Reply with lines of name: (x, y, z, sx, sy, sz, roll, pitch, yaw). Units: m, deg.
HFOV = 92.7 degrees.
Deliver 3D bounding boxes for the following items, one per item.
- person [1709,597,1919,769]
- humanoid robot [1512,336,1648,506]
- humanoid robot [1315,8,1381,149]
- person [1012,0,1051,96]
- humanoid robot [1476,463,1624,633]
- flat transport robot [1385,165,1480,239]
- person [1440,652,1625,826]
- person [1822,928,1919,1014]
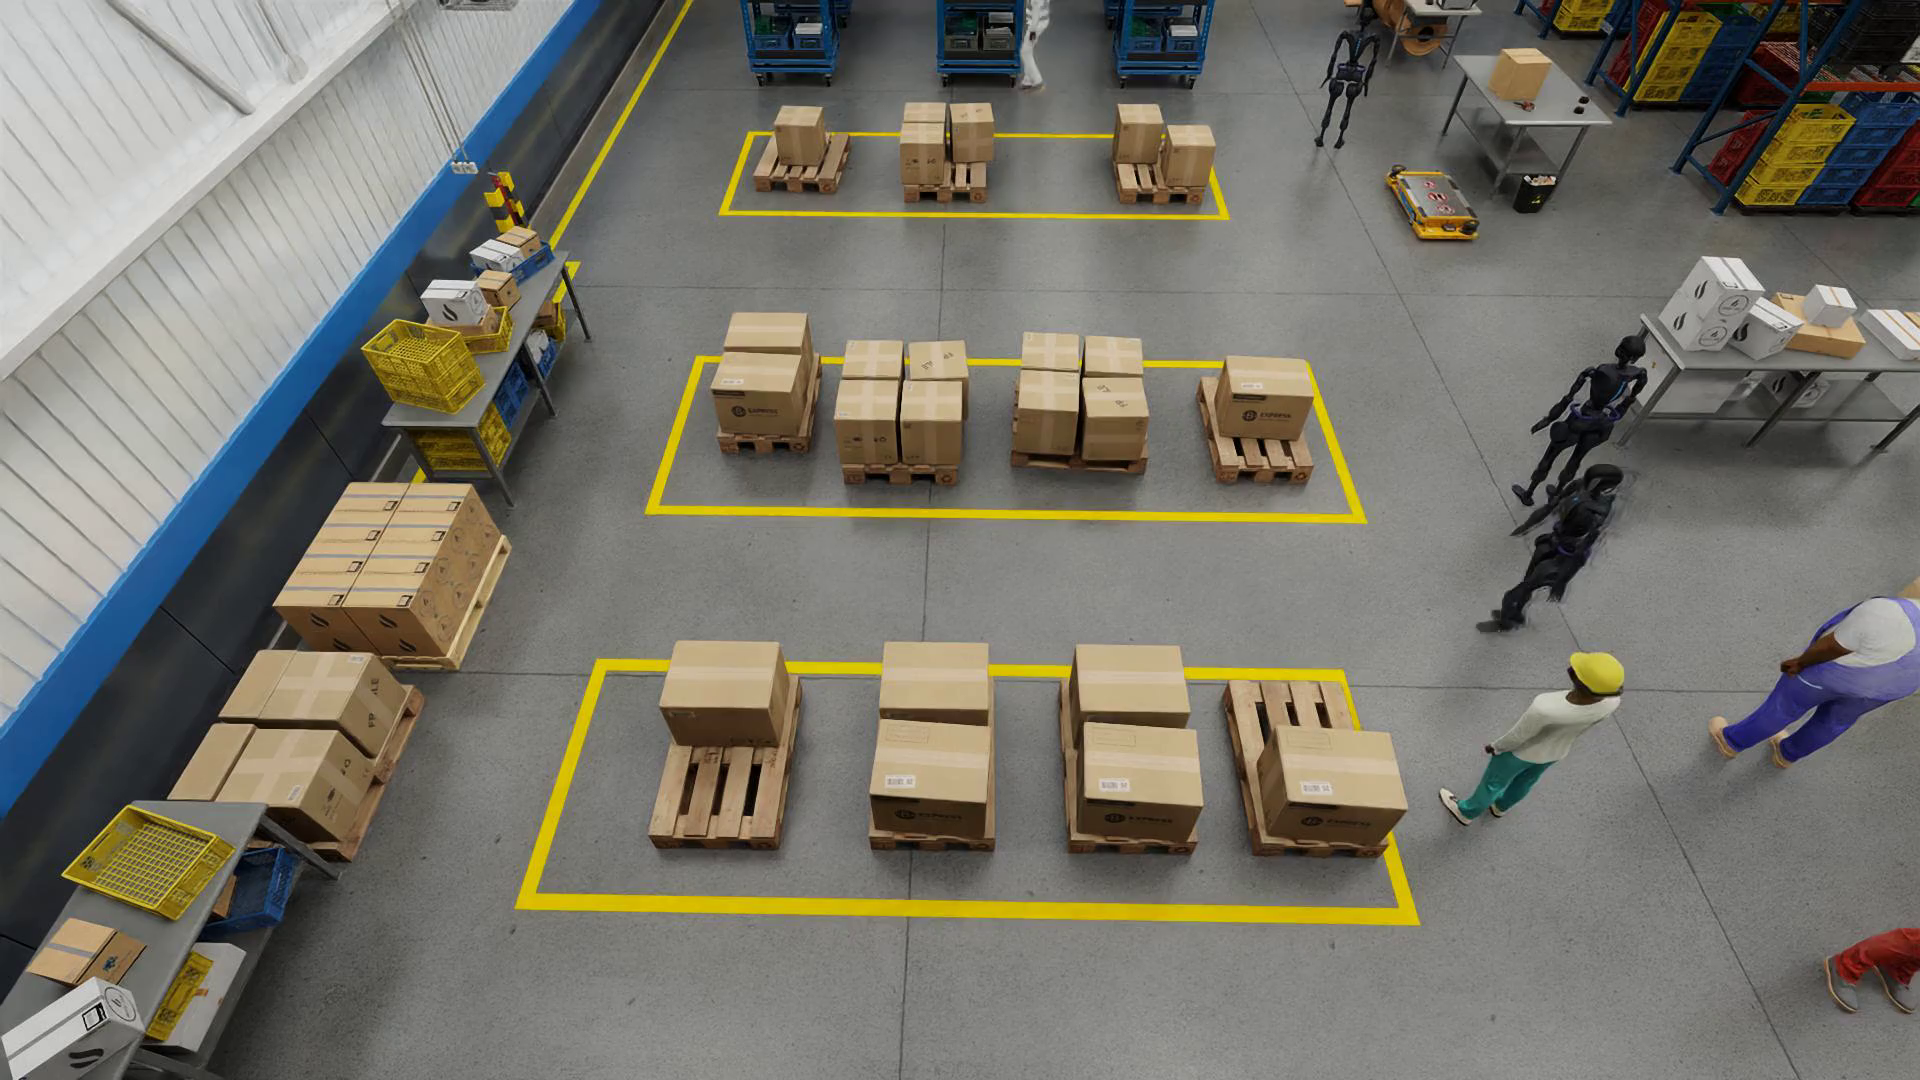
person: (5.542, 0.767, 5.698, 0.679, 2.000, 0.538, 12, 50, 11)
humanoid robot: (5.023, -0.949, 7.413, 0.599, 1.657, 0.325, 2, 49, 2)
humanoid robot: (4.942, -5.876, 11.679, 0.586, 1.657, 0.331, 13, 50, 11)
person: (1.014, -7.160, 12.680, 0.450, 1.854, 0.605, 7, 49, 6)
humanoid robot: (4.182, 0.084, 6.530, 0.499, 1.645, 0.642, 11, 50, 9)
flat transport robot: (5.692, -4.094, 11.059, 0.652, 0.197, 1.431, 1, 49, 1)
person: (3.436, 1.206, 5.500, 0.528, 1.767, 0.319, -8, 50, -7)
person: (5.352, 1.985, 4.674, 0.622, 1.992, 0.389, 2, 49, 2)
